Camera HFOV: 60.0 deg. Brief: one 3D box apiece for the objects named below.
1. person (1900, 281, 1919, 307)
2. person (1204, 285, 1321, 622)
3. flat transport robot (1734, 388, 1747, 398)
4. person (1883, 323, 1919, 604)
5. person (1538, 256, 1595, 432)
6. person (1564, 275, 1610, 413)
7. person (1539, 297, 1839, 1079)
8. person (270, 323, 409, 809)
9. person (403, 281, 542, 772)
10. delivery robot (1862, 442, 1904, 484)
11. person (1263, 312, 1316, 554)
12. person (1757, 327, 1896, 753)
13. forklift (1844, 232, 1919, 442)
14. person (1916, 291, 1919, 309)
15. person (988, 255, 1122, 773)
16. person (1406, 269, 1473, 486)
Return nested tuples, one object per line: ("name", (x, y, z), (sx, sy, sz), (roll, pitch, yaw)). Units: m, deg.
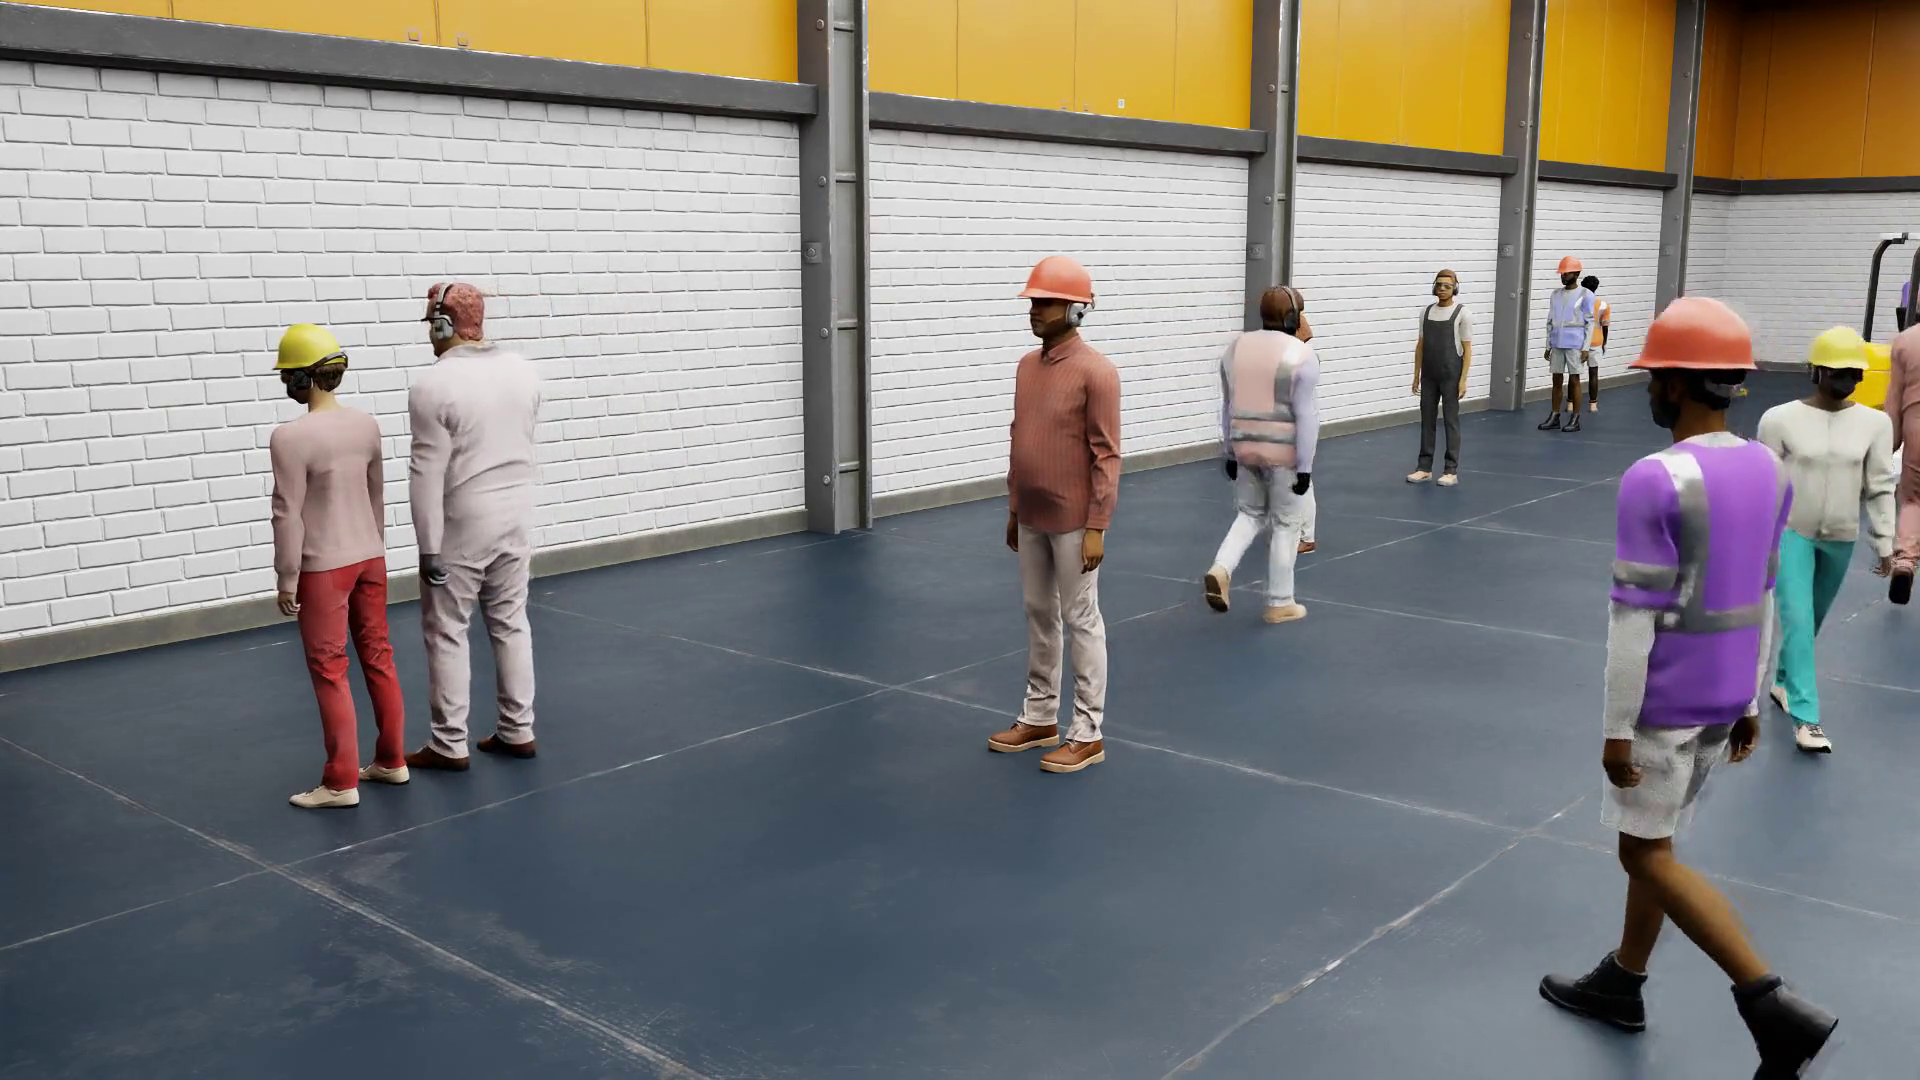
("person", (13.766, -3.091, 23.965), (0.374, 1.840, 0.569), (-2, 10, -11))
("person", (1.630, -0.440, 8.908), (0.592, 1.832, 0.629), (-9, 14, -43))
("flat transport robot", (10.015, -1.993, 22.186), (0.652, 0.197, 1.431), (7, 12, 35))
("person", (5.453, -0.522, 9.185), (0.453, 1.893, 0.673), (-9, 14, -43))
("person", (6.710, -2.162, 18.410), (0.368, 1.935, 0.552), (-7, 12, -36))
("person", (7.731, -2.413, 20.543), (0.534, 1.691, 0.318), (2, 10, 13))
("person", (1.802, 0.378, 4.022), (0.548, 1.916, 0.796), (-6, 12, -30))
("person", (-2.305, 0.095, 6.082), (0.349, 1.758, 0.522), (4, 11, 20))
("person", (-1.909, -0.050, 6.484), (0.444, 1.900, 0.661), (6, 11, 30))
("delivery robot", (7.558, -0.603, 13.197), (0.707, 0.478, 0.477), (-1, 10, -6))
("person", (2.213, -0.721, 11.101), (0.289, 1.627, 0.498), (-2, 10, -11))
("person", (3.559, -0.026, 6.902), (0.529, 1.711, 0.941), (1, 10, 5))
("forklift", (9.955, -1.972, 16.595), (2.313, 2.155, 1.214), (1, 10, 8))
("person", (13.147, -2.825, 22.670), (0.531, 1.767, 0.328), (0, 10, 1))
("person", (0.379, -0.102, 6.509), (0.375, 1.997, 0.612), (-7, 12, -34))
("person", (4.120, -1.391, 14.277), (0.336, 1.846, 0.514), (-10, 14, -44))
